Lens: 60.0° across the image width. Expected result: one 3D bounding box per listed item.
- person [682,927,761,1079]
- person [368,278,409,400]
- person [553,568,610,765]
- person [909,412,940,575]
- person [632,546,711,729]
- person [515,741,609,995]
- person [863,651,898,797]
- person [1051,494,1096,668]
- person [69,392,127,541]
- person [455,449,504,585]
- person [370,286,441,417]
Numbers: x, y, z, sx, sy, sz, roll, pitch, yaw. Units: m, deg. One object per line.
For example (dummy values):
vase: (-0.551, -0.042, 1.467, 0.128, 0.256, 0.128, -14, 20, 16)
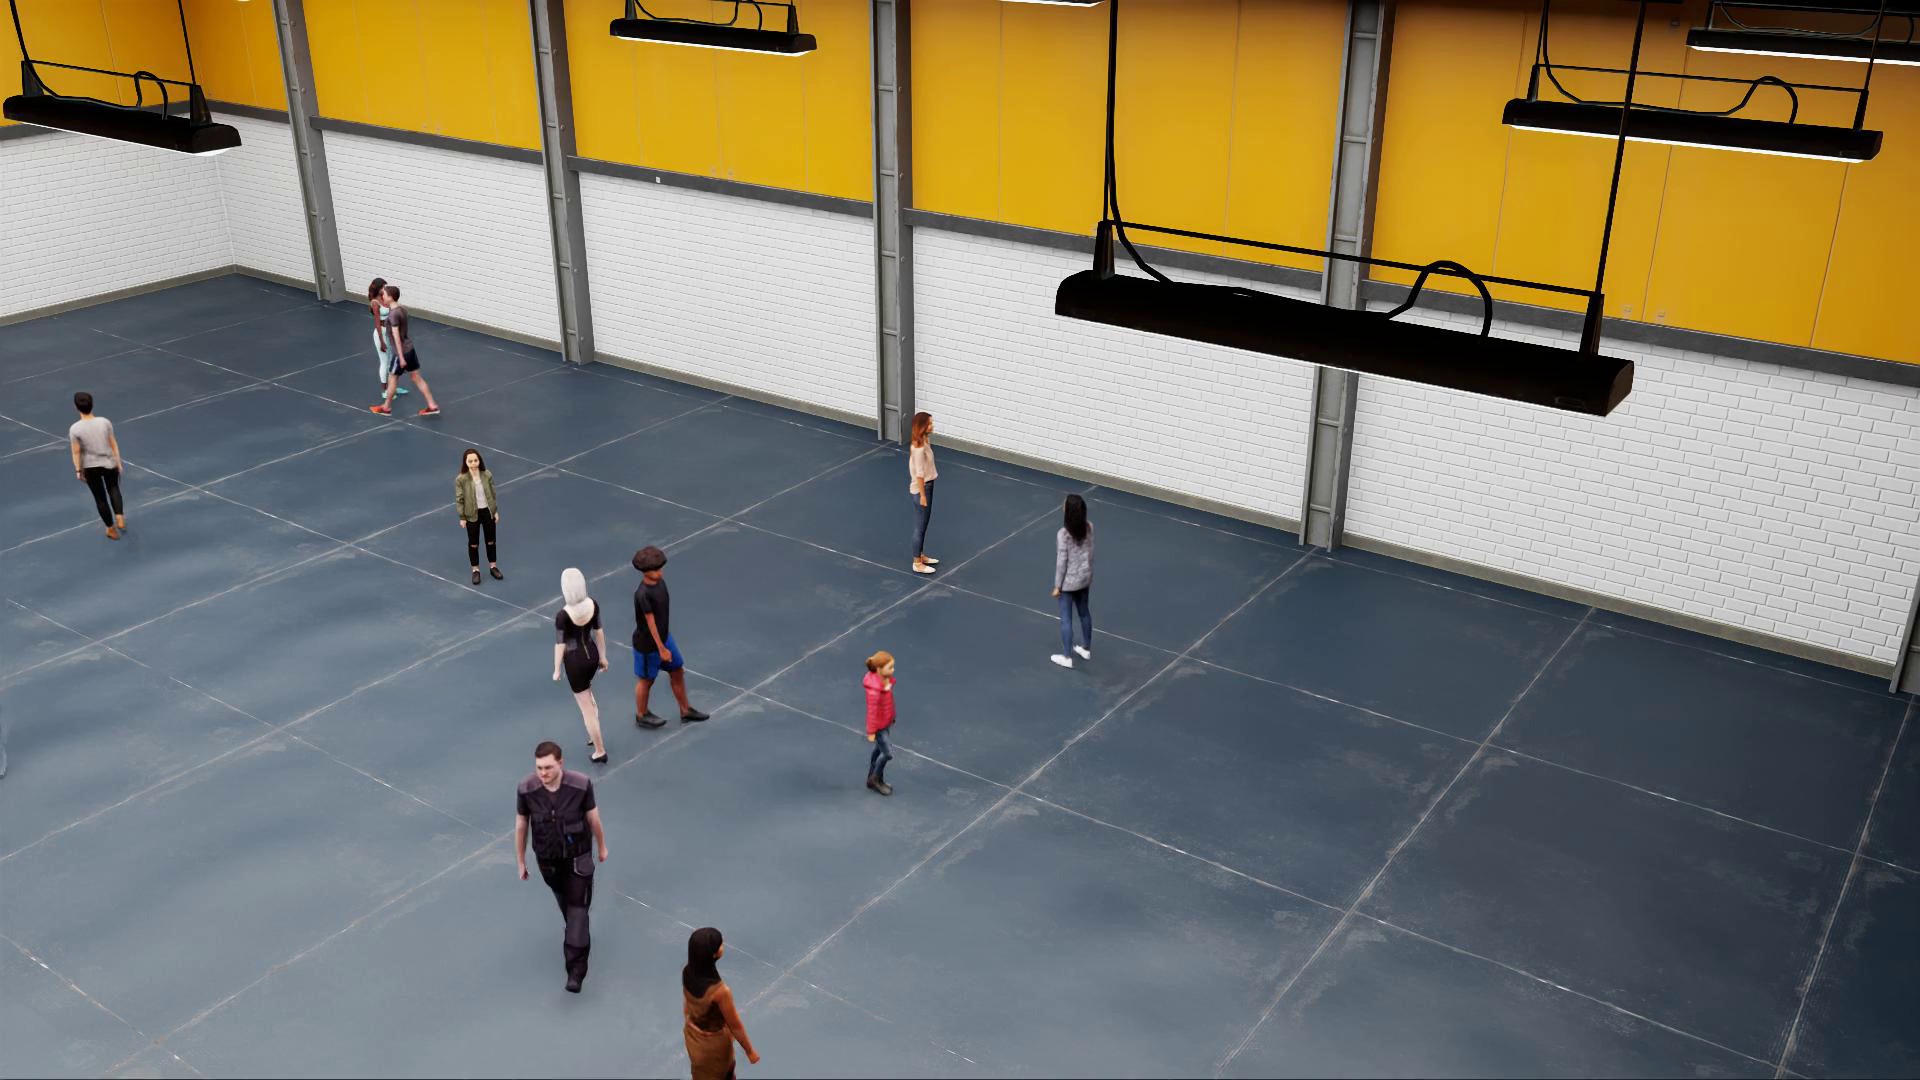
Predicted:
person: (-1.547, 3.064, 9.825, 0.793, 1.658, 0.893, -17, 29, -33)
person: (-8.026, -2.827, 23.220, 0.649, 1.723, 0.643, 5, 24, 11)
person: (-3.135, 1.108, 14.102, 0.620, 1.816, 0.579, 15, 28, 31)
person: (-0.410, -0.528, 17.875, 0.666, 1.791, 0.664, 3, 24, 7)
person: (-2.798, 0.878, 14.689, 0.966, 1.768, 0.744, 7, 25, 16)
person: (-2.767, 2.174, 11.683, 1.236, 1.800, 1.195, 0, 24, 1)
person: (-0.723, 1.516, 13.806, 0.576, 1.306, 0.575, 9, 25, 19)
person: (1.087, 0.374, 15.888, 0.680, 1.731, 0.630, -17, 29, -33)
person: (-9.619, -0.810, 18.617, 0.683, 1.715, 0.672, -18, 29, -35)
person: (-5.116, -0.272, 17.683, 0.650, 1.475, 0.641, -13, 27, -28)
person: (-7.400, -2.491, 22.357, 1.278, 1.799, 1.091, 1, 24, 1)
